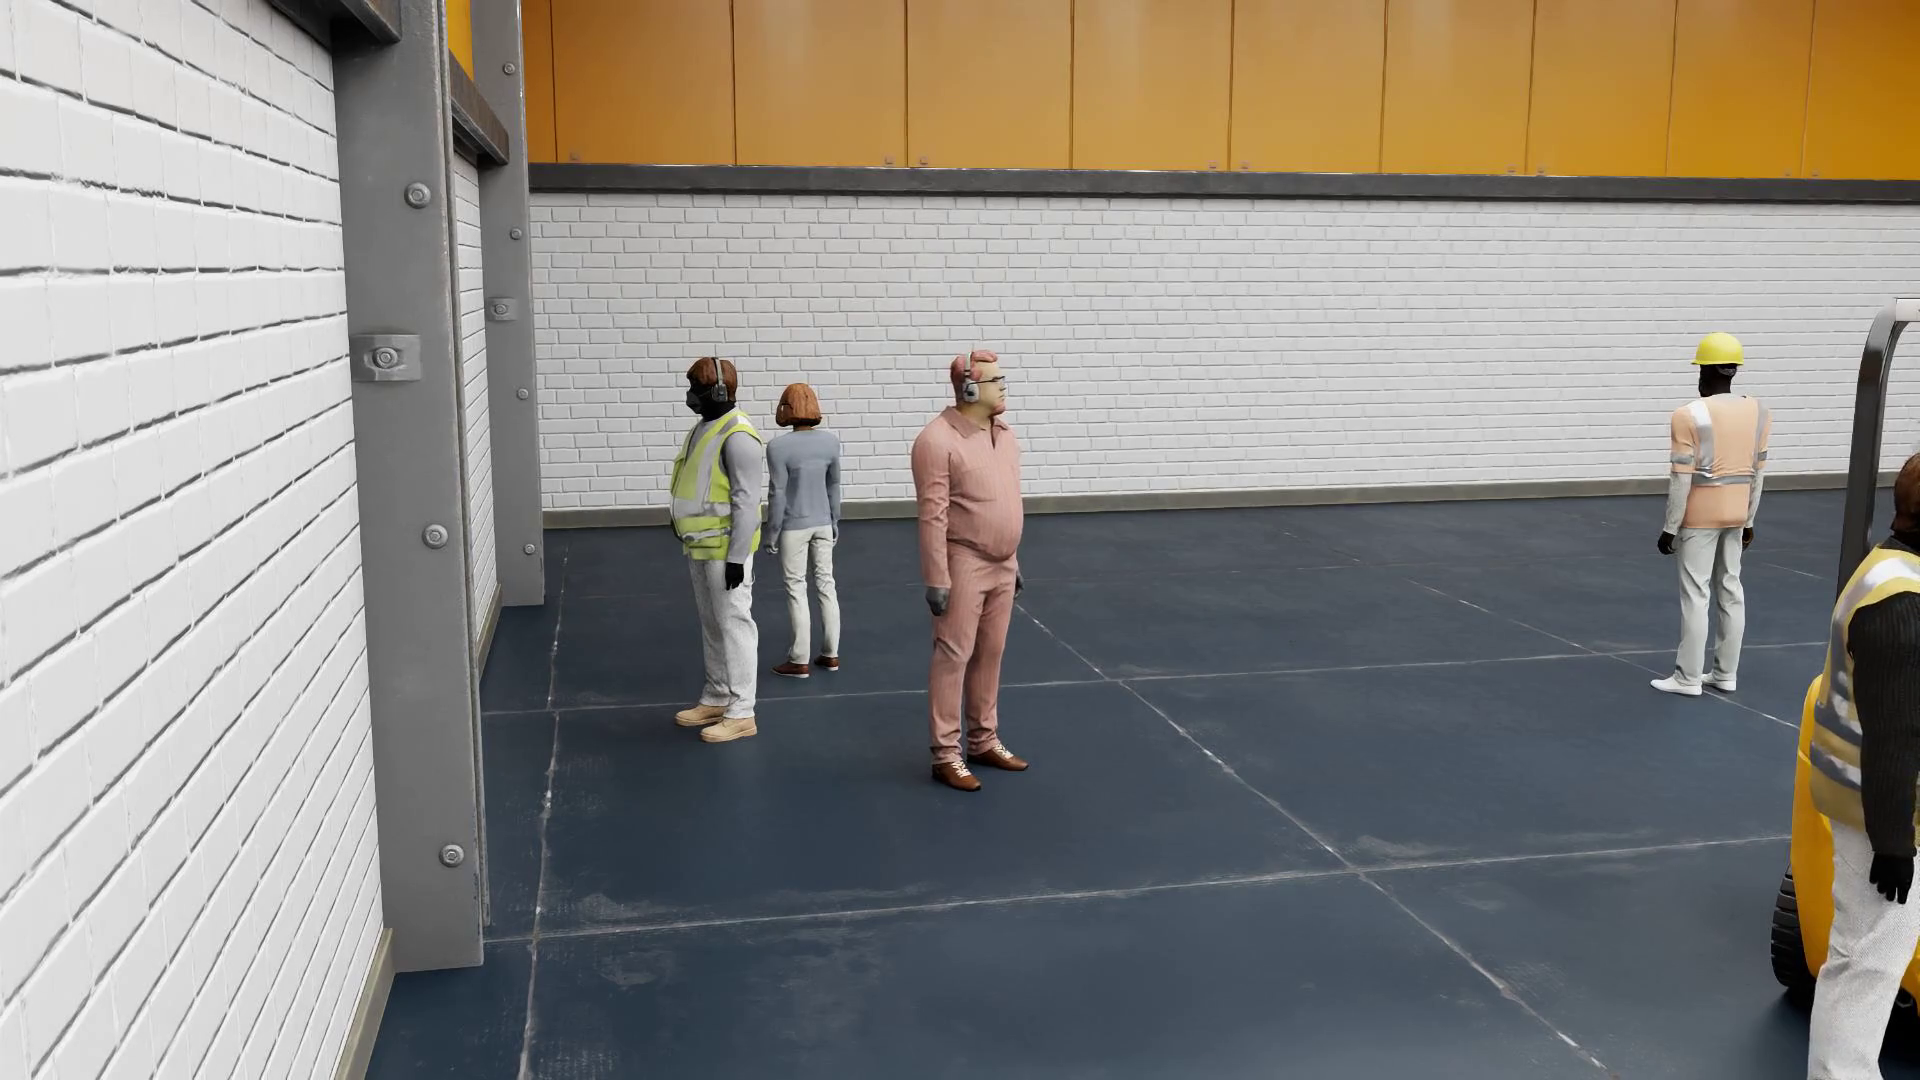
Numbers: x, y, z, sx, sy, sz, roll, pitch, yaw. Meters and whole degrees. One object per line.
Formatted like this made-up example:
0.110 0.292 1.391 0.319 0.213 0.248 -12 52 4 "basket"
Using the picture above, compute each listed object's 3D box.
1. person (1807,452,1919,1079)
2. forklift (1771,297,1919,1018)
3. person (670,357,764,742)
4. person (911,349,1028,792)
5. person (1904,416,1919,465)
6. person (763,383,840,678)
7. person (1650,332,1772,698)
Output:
2.364 0.684 4.167 0.430 1.838 0.627 6 11 33 "person"
3.542 0.334 5.177 2.313 2.155 1.214 -9 13 -43 "forklift"
-1.176 0.042 8.030 0.429 1.845 0.621 -5 11 -28 "person"
0.076 0.123 7.319 0.410 1.912 0.651 7 12 36 "person"
7.182 -0.617 12.201 0.820 1.794 0.615 -1 9 -6 "person"
-0.872 -0.054 9.246 0.507 1.632 0.268 -9 13 -43 "person"
3.956 -0.125 8.785 0.587 1.927 0.369 -3 10 -18 "person"
